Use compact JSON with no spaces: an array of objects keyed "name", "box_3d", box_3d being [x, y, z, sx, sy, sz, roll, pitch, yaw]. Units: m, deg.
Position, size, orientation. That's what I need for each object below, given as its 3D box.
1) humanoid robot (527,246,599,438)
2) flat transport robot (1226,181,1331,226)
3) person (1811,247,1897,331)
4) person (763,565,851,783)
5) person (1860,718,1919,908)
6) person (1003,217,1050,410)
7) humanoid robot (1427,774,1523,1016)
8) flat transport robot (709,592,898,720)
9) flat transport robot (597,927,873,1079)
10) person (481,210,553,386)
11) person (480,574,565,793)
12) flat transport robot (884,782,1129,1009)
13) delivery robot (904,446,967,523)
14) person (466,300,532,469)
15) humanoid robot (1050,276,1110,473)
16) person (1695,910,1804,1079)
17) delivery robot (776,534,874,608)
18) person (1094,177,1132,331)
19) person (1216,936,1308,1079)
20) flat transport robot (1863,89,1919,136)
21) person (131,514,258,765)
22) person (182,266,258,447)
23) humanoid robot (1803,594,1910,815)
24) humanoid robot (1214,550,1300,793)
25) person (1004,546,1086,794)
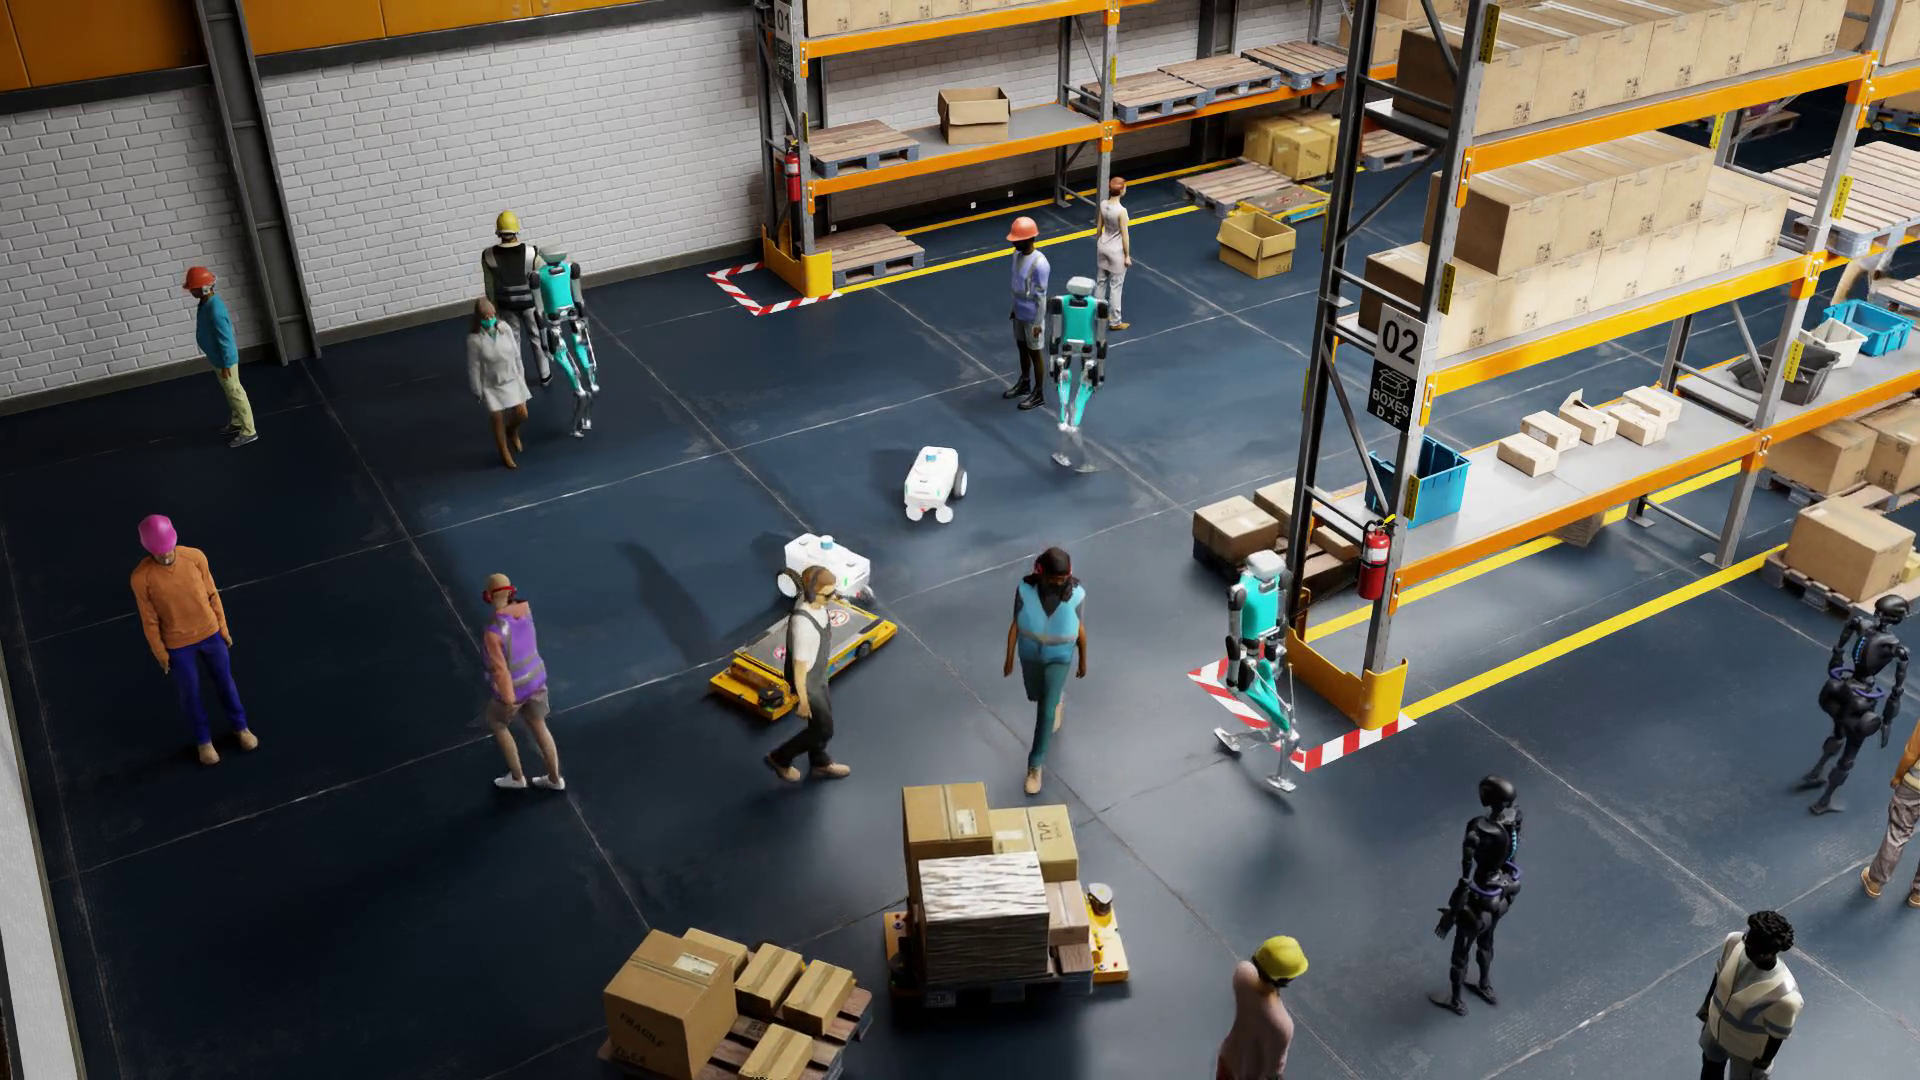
[{"name":"humanoid robot","box_3d":[-3.596,-1.810,15.609,0.584,1.790,0.822,-27,41,-36]},{"name":"flat transport robot","box_3d":[4.066,-4.146,20.695,1.431,0.231,0.659,-20,37,-29]},{"name":"person","box_3d":[9.572,-2.965,17.456,0.912,1.708,0.561,-13,34,-20]},{"name":"person","box_3d":[-1.033,0.928,11.143,0.499,1.821,0.553,4,32,7]},{"name":"person","box_3d":[6.004,1.517,10.243,0.462,1.778,0.305,13,34,20]},{"name":"person","box_3d":[0.627,-2.194,16.025,0.385,1.929,0.542,-17,36,-25]},{"name":"humanoid robot","box_3d":[2.995,2.034,9.525,0.612,1.656,0.365,-25,40,-34]},{"name":"flat transport robot","box_3d":[-1.181,0.851,12.727,0.659,0.231,1.431,22,38,31]},{"name":"flat transport robot","box_3d":[-1.194,2.897,9.463,0.659,0.231,1.431,13,34,20]},{"name":"person","box_3d":[-4.346,-2.359,16.374,0.598,1.831,0.404,-7,33,-11]},{"name":"person","box_3d":[-2.968,0.980,11.209,0.585,1.651,0.493,14,35,21]},{"name":"flat transport robot","box_3d":[0.268,2.449,10.179,1.431,0.231,0.659,-3,32,-5]},{"name":"delivery robot","box_3d":[-0.236,-0.521,14.639,0.525,0.587,0.740,7,33,11]},{"name":"person","box_3d":[-4.164,-1.402,15.009,0.523,1.645,0.386,-20,37,-29]},{"name":"humanoid robot","box_3d":[1.011,-1.418,14.970,0.536,1.763,0.800,9,33,14]},{"name":"person","box_3d":[4.048,2.569,8.650,0.321,1.693,0.534,-9,33,-14]},{"name":"delivery robot","box_3d":[-1.085,0.237,13.439,0.779,0.597,0.499,23,39,32]},{"name":"person","box_3d":[1.624,-3.037,17.617,0.272,1.657,0.464,-23,39,-32]},{"name":"person","box_3d":[1.598,2.649,8.490,0.911,1.720,0.533,-13,34,-19]},{"name":"flat transport robot","box_3d":[13.396,-5.880,23.461,1.431,0.231,0.659,26,40,35]},{"name":"person","box_3d":[-5.292,0.664,11.426,0.517,1.974,0.398,-25,40,-34]},{"name":"person","box_3d":[-6.871,-1.723,15.430,0.320,1.754,0.561,-20,37,-29]},{"name":"humanoid robot","box_3d":[5.952,1.063,11.059,0.372,1.643,0.589,-12,34,-18]},{"name":"humanoid robot","box_3d":[2.145,0.954,11.215,0.539,1.768,1.026,-22,38,-31]},{"name":"person","box_3d":[0.596,0.763,11.407,0.549,1.830,0.883,6,33,10]}]
